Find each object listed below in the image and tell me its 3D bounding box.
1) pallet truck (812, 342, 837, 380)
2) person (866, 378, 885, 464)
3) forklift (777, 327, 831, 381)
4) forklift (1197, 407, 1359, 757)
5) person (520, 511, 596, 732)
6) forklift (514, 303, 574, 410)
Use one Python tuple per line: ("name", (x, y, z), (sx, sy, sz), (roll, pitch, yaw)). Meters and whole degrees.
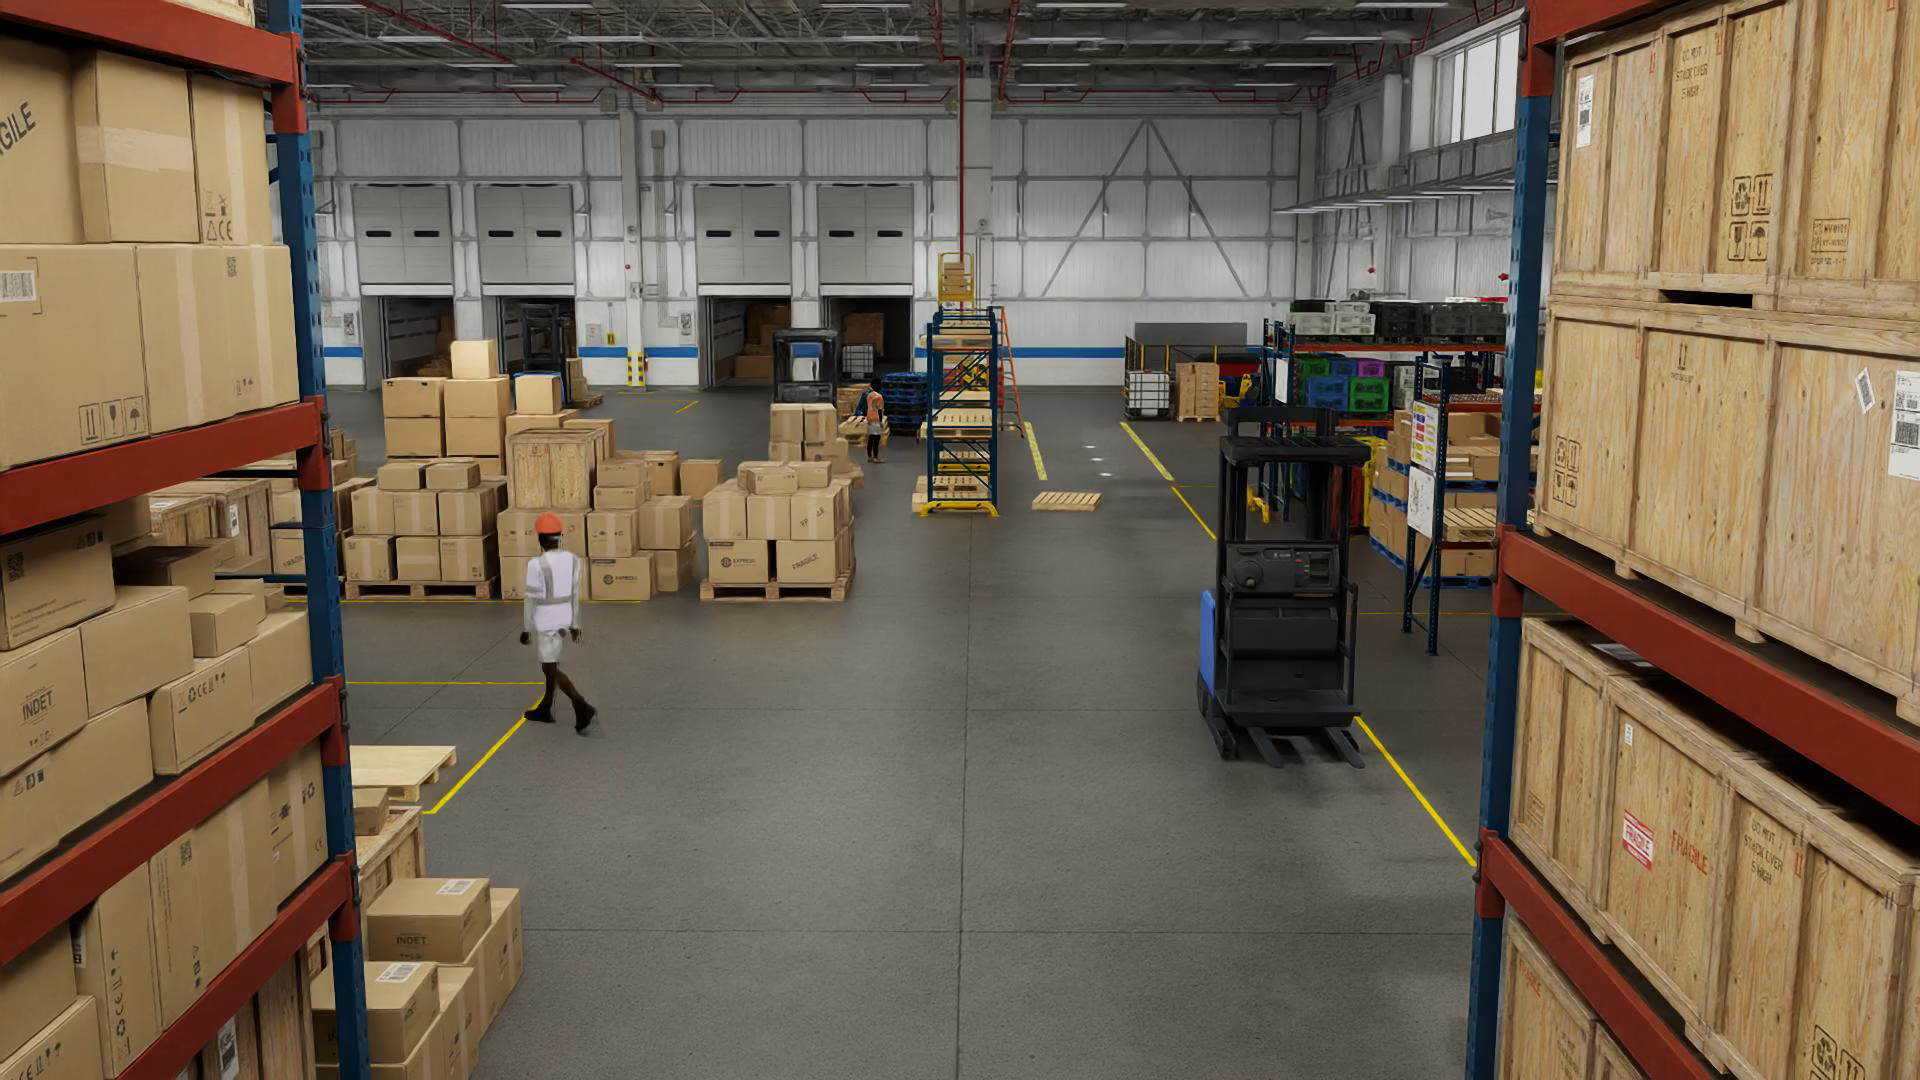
("pallet truck", (-3.021, -4.312, 43.126), (1.885, 1.965, 0.823), (3, 10, 17))
("person", (-1.661, -2.344, 32.671), (0.321, 1.689, 0.530), (-5, 11, -26))
("forklift", (-2.708, -2.321, 29.091), (1.129, 2.768, 1.873), (-1, 10, -6))
("forklift", (2.693, 0.256, 14.223), (1.129, 2.768, 1.873), (0, 10, 1))
("person", (-3.488, 0.706, 14.425), (0.870, 1.914, 0.544), (5, 11, 28))
("forklift", (-10.721, -4.667, 42.626), (1.129, 2.768, 1.873), (0, 10, 1))
